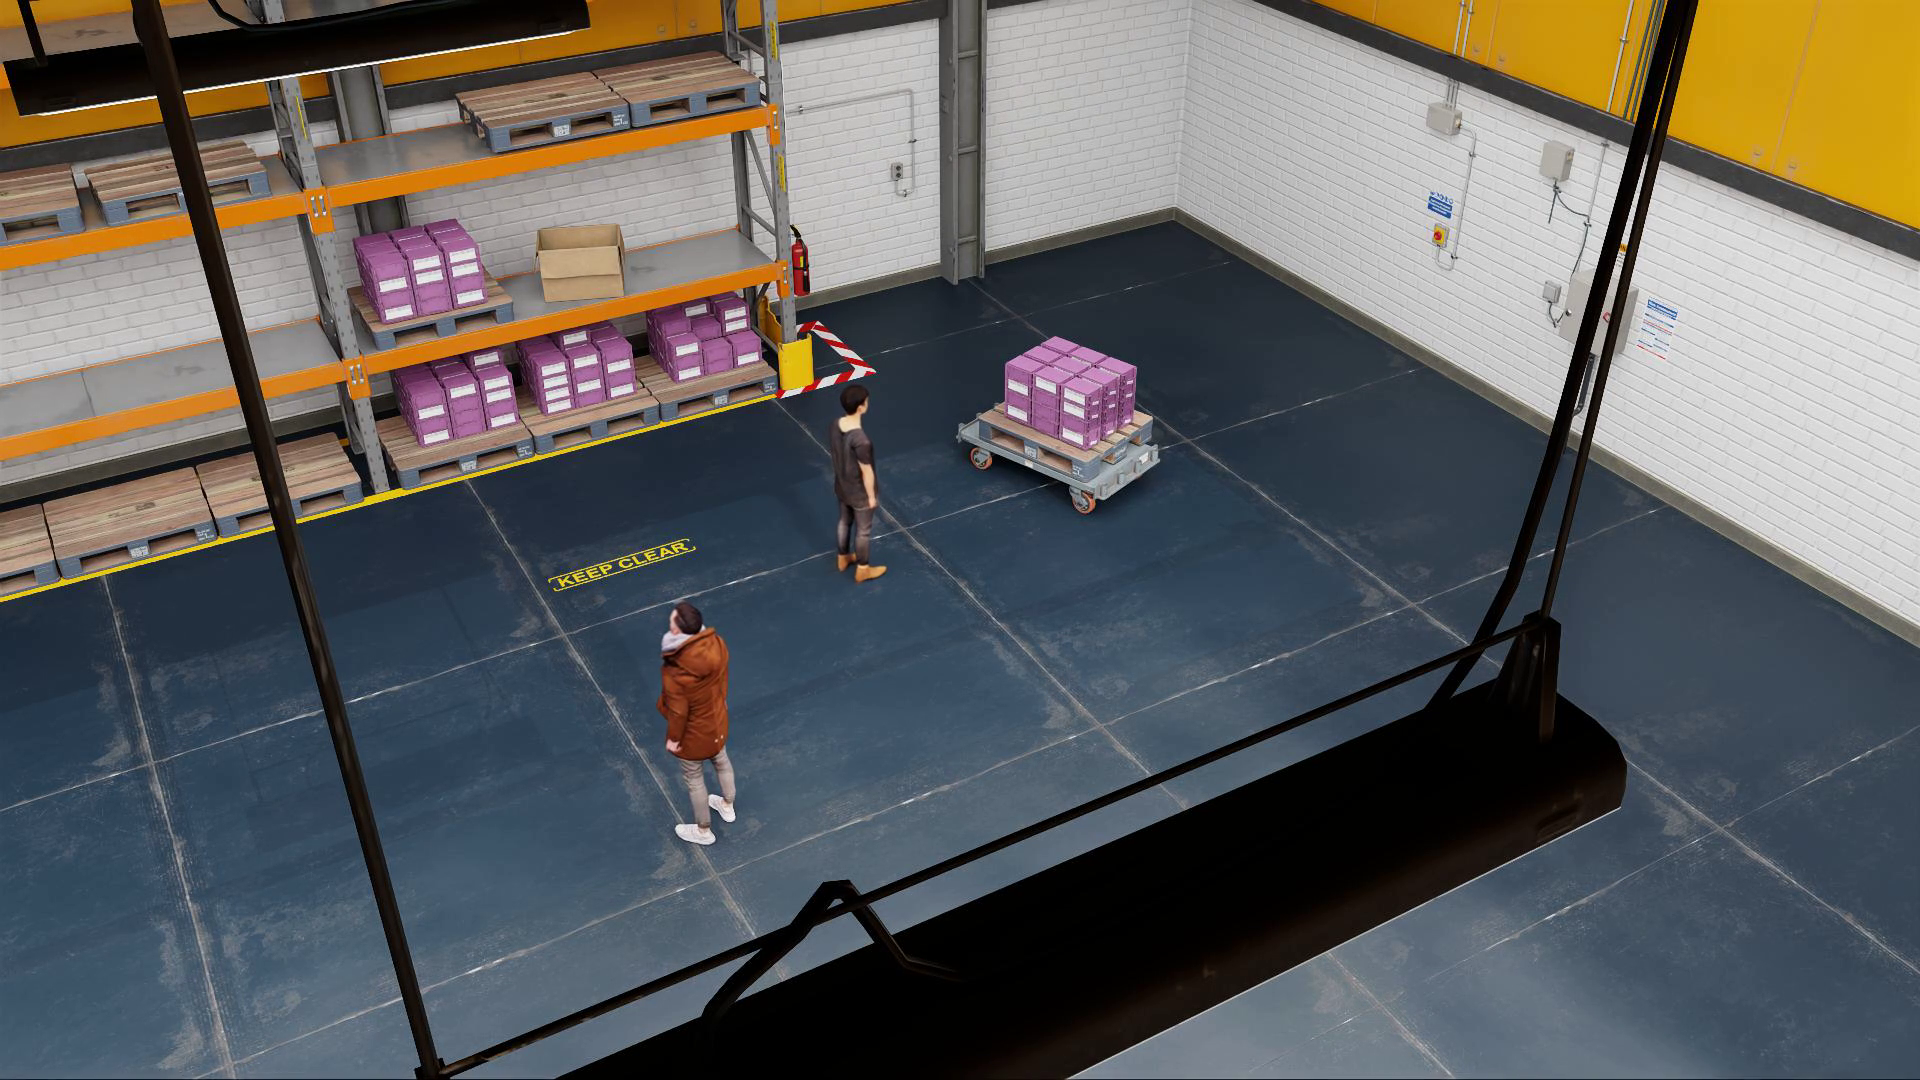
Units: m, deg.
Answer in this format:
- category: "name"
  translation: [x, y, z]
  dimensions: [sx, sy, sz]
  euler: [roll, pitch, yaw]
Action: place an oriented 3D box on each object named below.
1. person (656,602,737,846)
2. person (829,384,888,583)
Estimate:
- category: "person"
  translation: [-1.665, 1.161, 10.630]
  dimensions: [0.893, 1.839, 0.798]
  euler: [20, 39, 27]
- category: "person"
  translation: [-0.839, -0.453, 13.170]
  dimensions: [0.600, 1.714, 0.650]
  euler: [-25, 41, -32]
